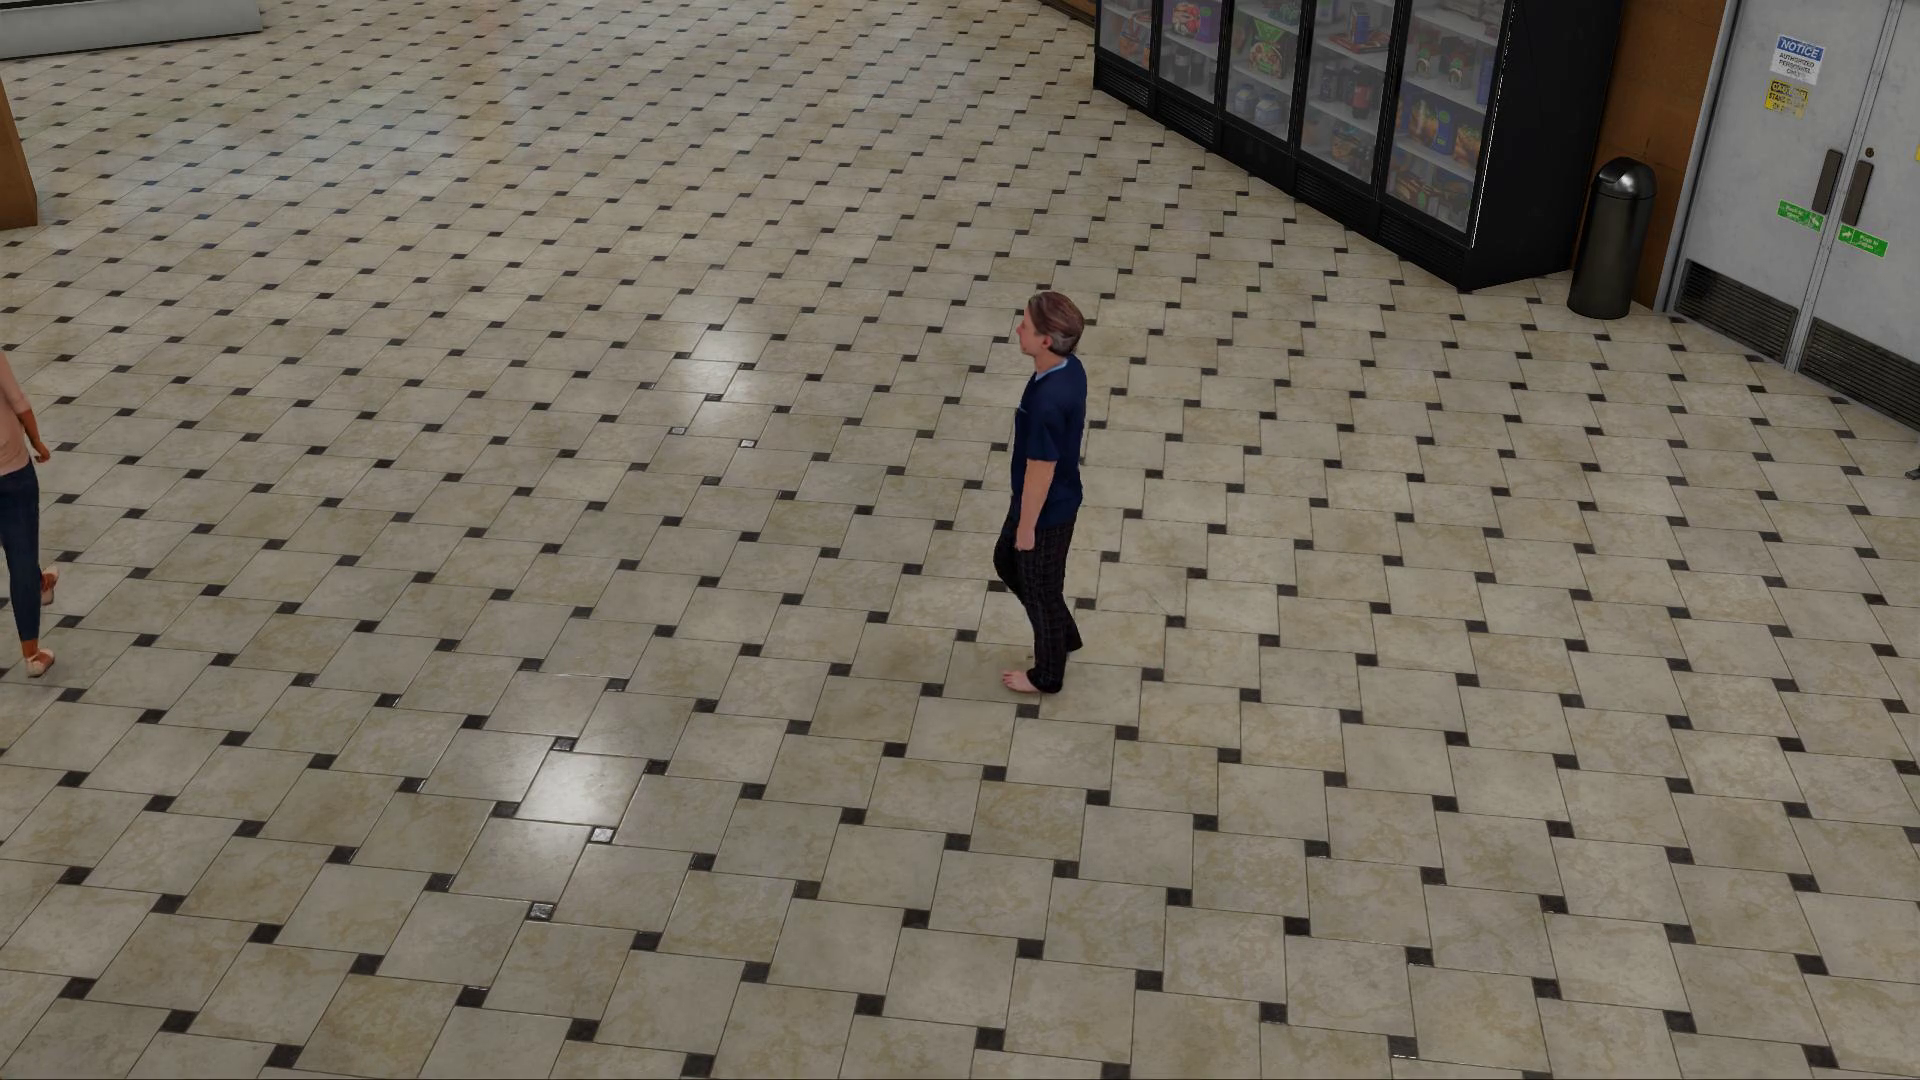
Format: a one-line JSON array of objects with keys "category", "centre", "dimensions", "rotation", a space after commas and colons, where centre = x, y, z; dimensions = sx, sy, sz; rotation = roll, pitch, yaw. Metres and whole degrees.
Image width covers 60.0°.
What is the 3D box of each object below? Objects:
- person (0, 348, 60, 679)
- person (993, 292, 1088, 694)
[{"category": "person", "centre": [-4.145, -0.232, 7.117], "dimensions": [1.133, 1.743, 0.790], "rotation": [-8, 33, -13]}, {"category": "person", "centre": [0.435, -0.148, 6.867], "dimensions": [0.829, 1.865, 0.799], "rotation": [5, 32, 8]}]
